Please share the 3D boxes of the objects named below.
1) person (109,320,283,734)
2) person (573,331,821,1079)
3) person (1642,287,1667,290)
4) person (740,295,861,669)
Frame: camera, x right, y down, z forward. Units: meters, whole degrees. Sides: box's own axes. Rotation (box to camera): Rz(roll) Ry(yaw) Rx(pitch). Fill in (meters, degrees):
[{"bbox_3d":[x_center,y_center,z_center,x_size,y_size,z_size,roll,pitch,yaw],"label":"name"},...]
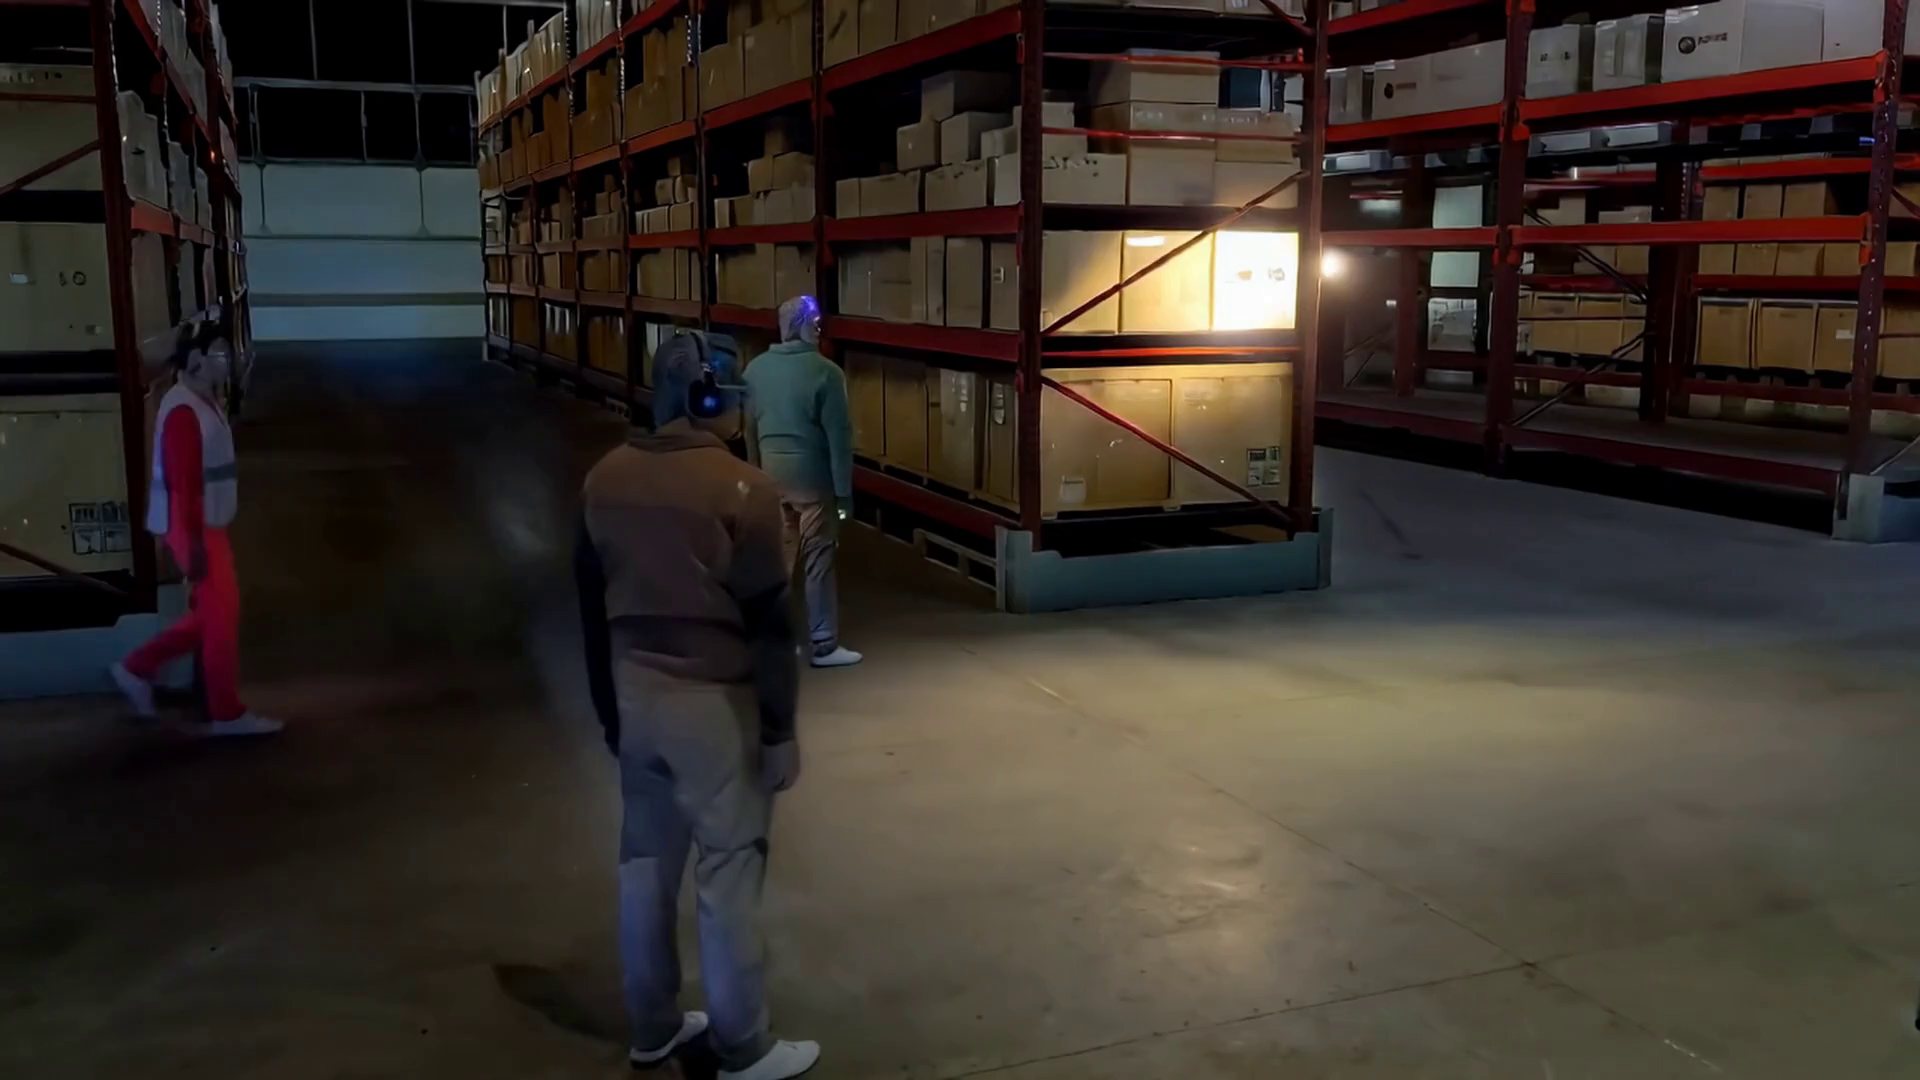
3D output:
[{"bbox_3d":[-3.363,-0.036,7.222,0.618,1.827,0.570,-3,10,-16],"label":"person"},{"bbox_3d":[-0.653,0.432,4.204,0.642,1.905,0.401,6,11,34],"label":"person"},{"bbox_3d":[14.898,-4.856,35.706,0.759,1.944,0.879,9,13,42],"label":"person"},{"bbox_3d":[-0.798,-0.292,8.525,0.643,1.908,0.408,6,11,30],"label":"person"}]
